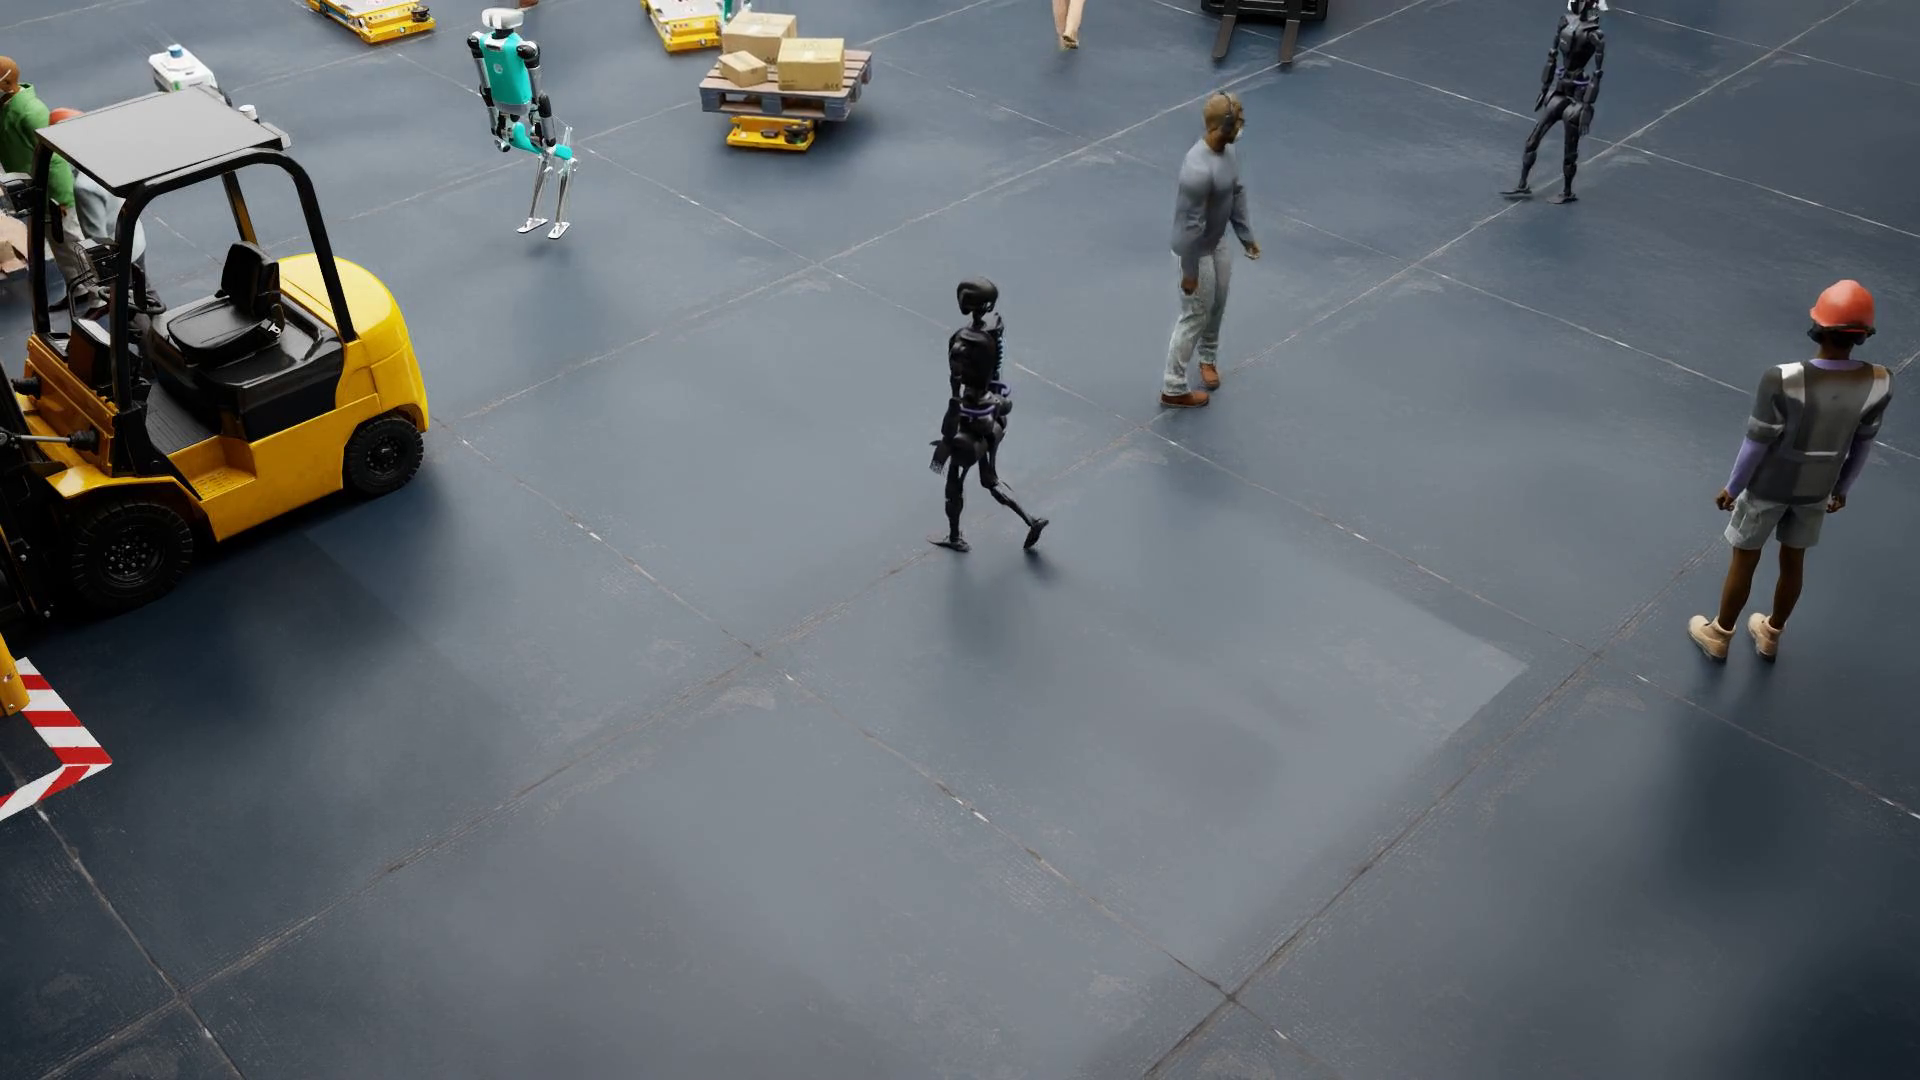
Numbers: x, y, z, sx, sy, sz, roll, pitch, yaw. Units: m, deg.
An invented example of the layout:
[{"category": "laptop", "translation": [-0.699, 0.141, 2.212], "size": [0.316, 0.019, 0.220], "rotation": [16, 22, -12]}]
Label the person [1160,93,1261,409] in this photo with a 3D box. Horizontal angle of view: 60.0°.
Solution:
[{"category": "person", "translation": [1.489, -1.726, 9.954], "size": [0.496, 1.898, 0.666], "rotation": [15, 39, 19]}]

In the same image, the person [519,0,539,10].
[{"category": "person", "translation": [-4.125, -6.036, 15.782], "size": [0.506, 1.818, 0.824], "rotation": [9, 38, 12]}]

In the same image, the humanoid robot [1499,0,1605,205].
[{"category": "humanoid robot", "translation": [4.399, -3.220, 12.142], "size": [0.652, 1.640, 0.615], "rotation": [-12, 38, -16]}]

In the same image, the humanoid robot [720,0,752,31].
[{"category": "humanoid robot", "translation": [-1.939, -4.894, 14.329], "size": [0.546, 1.801, 0.702], "rotation": [-12, 38, -16]}]

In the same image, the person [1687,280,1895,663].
[{"category": "person", "translation": [3.934, -0.295, 7.914], "size": [0.613, 2.038, 0.392], "rotation": [0, 37, -1]}]

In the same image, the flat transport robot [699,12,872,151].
[{"category": "flat transport robot", "translation": [-1.419, -3.613, 13.833], "size": [0.659, 0.231, 1.431], "rotation": [6, 37, 8]}]

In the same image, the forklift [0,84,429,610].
[{"category": "forklift", "translation": [-4.145, -1.093, 8.856], "size": [2.313, 2.155, 1.214], "rotation": [-31, 47, -34]}]

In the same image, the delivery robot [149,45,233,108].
[{"category": "delivery robot", "translation": [-6.459, -3.825, 13.853], "size": [0.499, 0.564, 0.744], "rotation": [-25, 43, -30]}]

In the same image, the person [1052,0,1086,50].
[{"category": "person", "translation": [0.926, -5.189, 14.698], "size": [0.578, 1.765, 0.436], "rotation": [8, 38, 11]}]

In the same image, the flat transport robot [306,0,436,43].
[{"category": "flat transport robot", "translation": [-5.606, -5.049, 15.756], "size": [0.659, 0.231, 1.431], "rotation": [-27, 45, -31]}]

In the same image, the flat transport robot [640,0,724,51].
[{"category": "flat transport robot", "translation": [-2.566, -4.945, 15.616], "size": [0.659, 0.231, 1.431], "rotation": [-12, 38, -15]}]

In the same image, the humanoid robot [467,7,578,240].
[{"category": "humanoid robot", "translation": [-2.947, -2.951, 11.609], "size": [0.533, 1.677, 0.735], "rotation": [15, 39, 19]}]

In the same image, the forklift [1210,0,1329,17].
[{"category": "forklift", "translation": [3.106, -6.400, 15.960], "size": [1.214, 2.155, 2.313], "rotation": [8, 37, 10]}]

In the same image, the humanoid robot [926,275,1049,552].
[{"category": "humanoid robot", "translation": [0.128, -0.602, 8.642], "size": [0.637, 1.641, 0.593], "rotation": [17, 40, 22]}]

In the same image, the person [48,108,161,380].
[{"category": "person", "translation": [-5.189, -1.803, 10.179], "size": [0.352, 1.742, 0.572], "rotation": [-4, 37, -5]}]

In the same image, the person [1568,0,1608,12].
[{"category": "person", "translation": [6.073, -5.807, 15.623], "size": [0.521, 1.639, 0.304], "rotation": [1, 37, 2]}]

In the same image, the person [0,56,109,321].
[{"category": "person", "translation": [-5.925, -2.262, 10.761], "size": [0.538, 1.784, 0.383], "rotation": [26, 44, 30]}]
